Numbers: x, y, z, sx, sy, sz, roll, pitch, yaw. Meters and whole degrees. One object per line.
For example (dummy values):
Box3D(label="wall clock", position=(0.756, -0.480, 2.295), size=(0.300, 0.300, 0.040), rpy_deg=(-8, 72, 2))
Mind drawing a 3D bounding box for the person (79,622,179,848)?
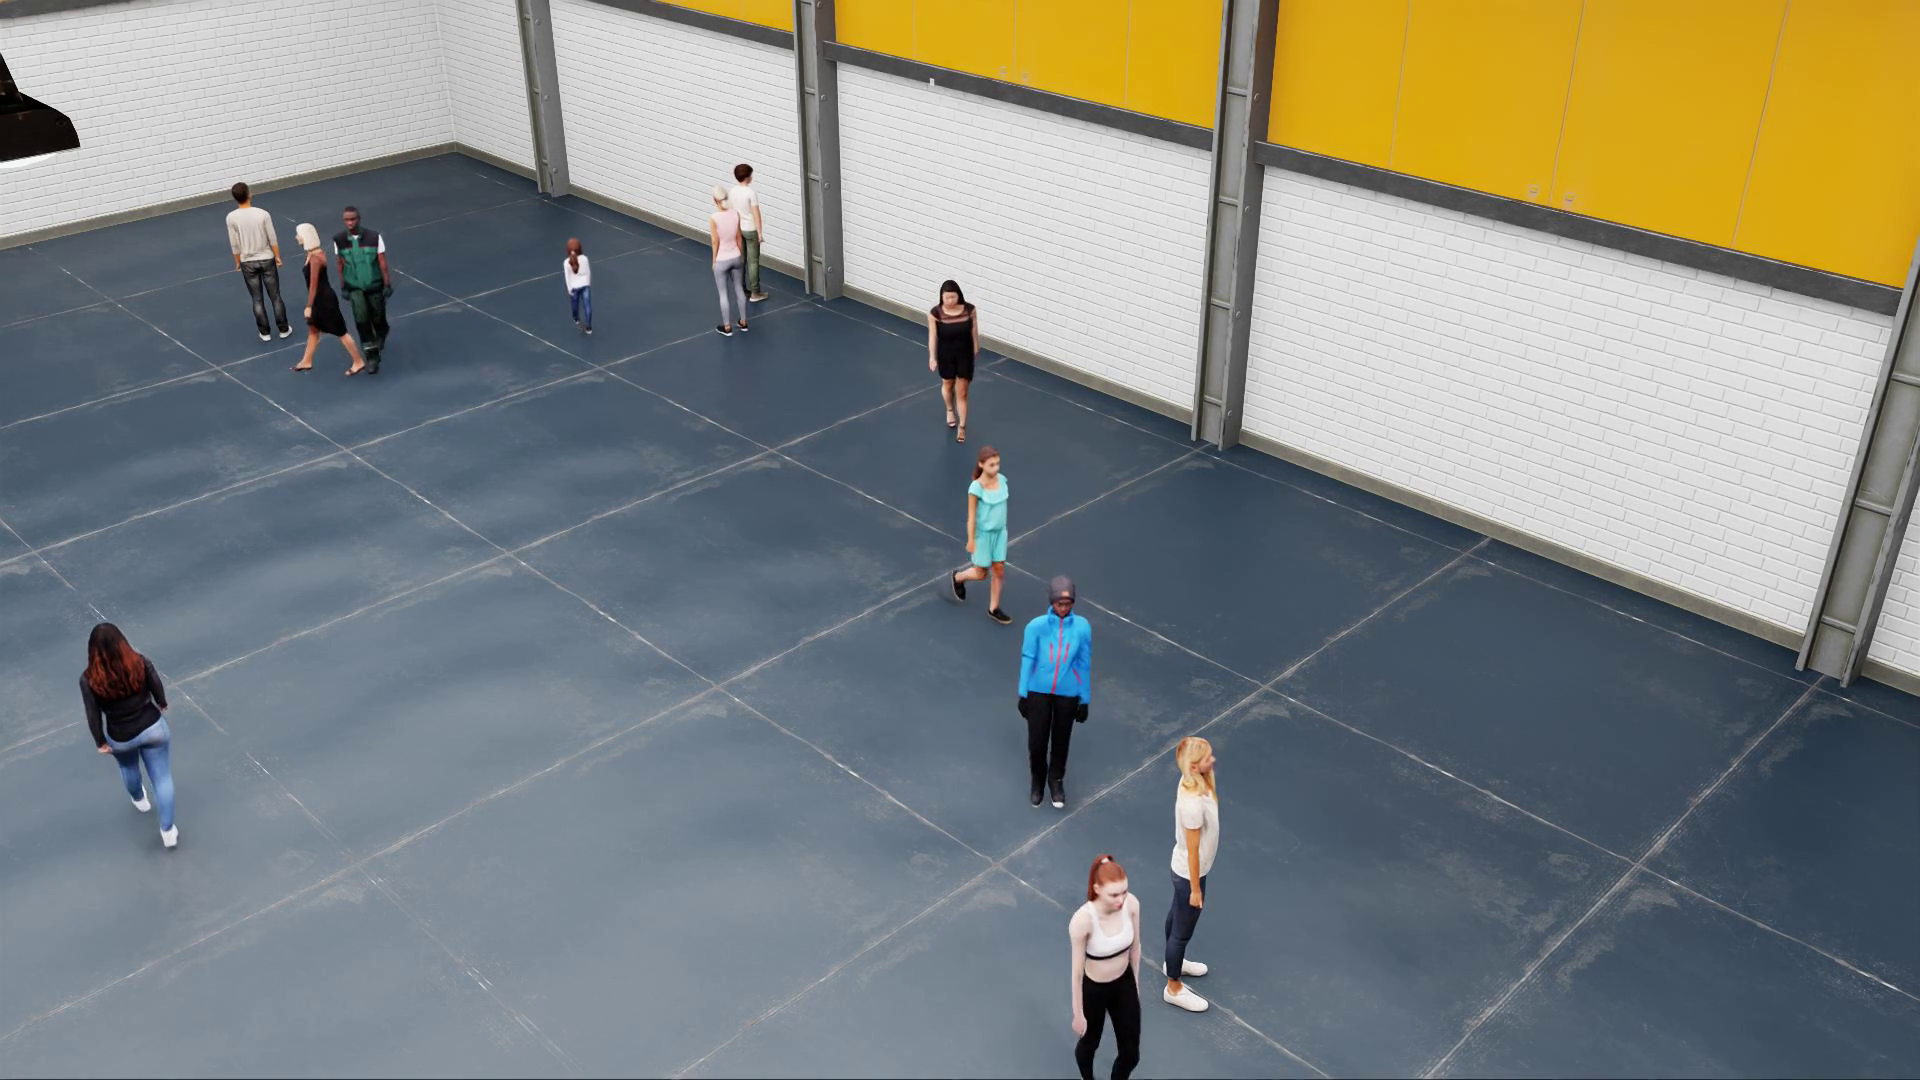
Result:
Box3D(label="person", position=(-5.370, 1.299, 10.878), size=(0.785, 1.608, 1.034), rpy_deg=(-16, 32, -26))

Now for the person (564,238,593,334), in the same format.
Box3D(label="person", position=(-4.373, -2.917, 19.156), size=(0.641, 1.083, 0.848), rpy_deg=(-10, 30, -18))

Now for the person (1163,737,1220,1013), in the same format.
Box3D(label="person", position=(1.317, 1.894, 9.579), size=(0.705, 1.808, 0.671), rpy_deg=(4, 29, 6))

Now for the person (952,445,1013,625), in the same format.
Box3D(label="person", position=(0.185, -0.073, 13.457), size=(0.574, 1.547, 0.860), rpy_deg=(-23, 36, -36))

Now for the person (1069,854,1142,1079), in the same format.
Box3D(label="person", position=(0.712, 2.343, 8.834), size=(0.722, 1.733, 0.794), rpy_deg=(-13, 31, -22))

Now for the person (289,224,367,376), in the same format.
Box3D(label="person", position=(-6.707, -2.533, 17.798), size=(0.919, 1.709, 1.038), rpy_deg=(-11, 31, -19))

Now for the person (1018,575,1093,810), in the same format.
Box3D(label="person", position=(0.630, 0.989, 11.266), size=(0.738, 1.782, 0.782), rpy_deg=(-2, 29, -4))

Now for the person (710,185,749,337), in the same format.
Box3D(label="person", position=(-2.654, -3.198, 19.003), size=(0.593, 1.723, 0.554), rpy_deg=(-18, 33, -30))

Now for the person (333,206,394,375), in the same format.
Box3D(label="person", position=(-6.469, -2.774, 18.142), size=(1.085, 1.803, 1.282), rpy_deg=(-7, 29, -13))

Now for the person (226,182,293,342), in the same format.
Box3D(label="person", position=(-7.946, -3.150, 18.824), size=(0.724, 1.810, 0.704), rpy_deg=(-10, 30, -17))

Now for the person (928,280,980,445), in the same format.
Box3D(label="person", position=(-0.050, -1.823, 16.532), size=(0.970, 1.675, 1.037), rpy_deg=(-2, 29, -3))

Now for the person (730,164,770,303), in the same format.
Box3D(label="person", position=(-2.569, -3.702, 20.000), size=(0.549, 1.653, 0.684), rpy_deg=(16, 32, 26))
